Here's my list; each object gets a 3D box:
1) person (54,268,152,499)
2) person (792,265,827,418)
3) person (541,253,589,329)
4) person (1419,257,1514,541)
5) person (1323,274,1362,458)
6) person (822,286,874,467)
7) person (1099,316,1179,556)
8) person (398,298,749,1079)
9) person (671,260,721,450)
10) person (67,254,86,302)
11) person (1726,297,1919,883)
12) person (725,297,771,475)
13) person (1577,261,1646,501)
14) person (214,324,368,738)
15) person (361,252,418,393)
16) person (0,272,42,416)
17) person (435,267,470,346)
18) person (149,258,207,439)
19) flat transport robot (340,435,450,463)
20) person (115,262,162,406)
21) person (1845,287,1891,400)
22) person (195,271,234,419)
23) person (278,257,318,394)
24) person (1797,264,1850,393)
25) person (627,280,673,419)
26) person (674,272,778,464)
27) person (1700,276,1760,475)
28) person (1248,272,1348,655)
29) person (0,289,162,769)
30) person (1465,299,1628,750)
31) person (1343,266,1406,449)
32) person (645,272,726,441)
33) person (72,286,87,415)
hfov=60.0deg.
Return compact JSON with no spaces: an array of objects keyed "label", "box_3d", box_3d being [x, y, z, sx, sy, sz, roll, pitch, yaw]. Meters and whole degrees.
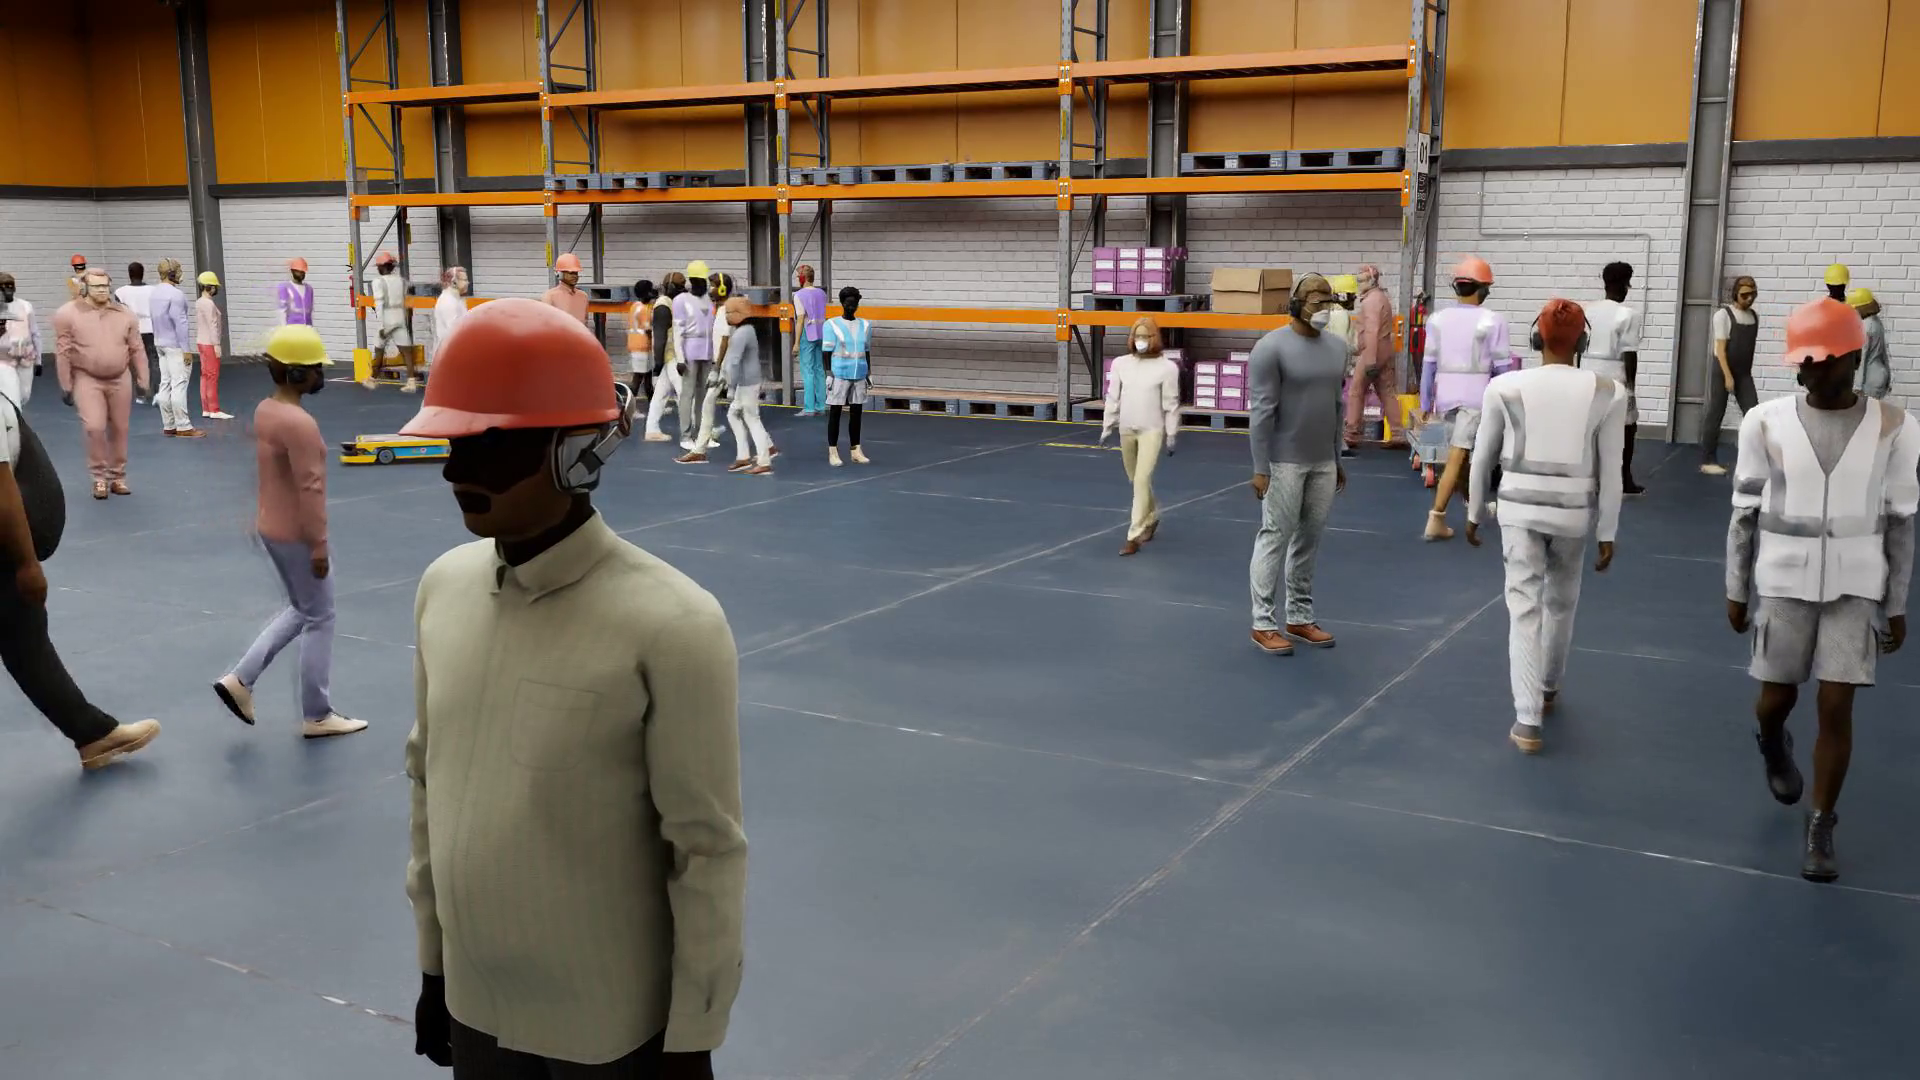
[{"label":"person","box_3d":[-7.009,-1.282,13.676,0.667,1.885,0.651,-9,13,-41]},{"label":"person","box_3d":[-1.806,-2.400,20.144,0.374,1.840,0.571,6,12,31]},{"label":"person","box_3d":[-3.941,-1.886,16.804,0.394,1.994,0.612,6,12,31]},{"label":"person","box_3d":[3.628,-1.003,11.850,1.076,1.984,0.624,-9,13,-41]},{"label":"person","box_3d":[3.550,-1.665,16.115,0.703,1.806,0.597,0,10,-2]},{"label":"person","box_3d":[-1.055,-1.542,15.710,0.530,1.693,0.321,-7,12,-34]},{"label":"person","box_3d":[1.258,-0.735,11.389,0.495,1.598,0.825,7,12,33]},{"label":"person","box_3d":[-0.584,0.654,2.423,0.615,1.994,0.381,6,12,31]},{"label":"person","box_3d":[-2.672,-1.884,16.988,0.381,1.924,0.593,7,12,34]},{"label":"person","box_3d":[-14.539,-3.763,27.605,0.376,1.934,0.546,5,11,28]},{"label":"person","box_3d":[2.898,0.136,5.627,0.561,1.914,0.701,5,11,25]},{"label":"person","box_3d":[-1.981,-1.388,15.045,0.572,1.608,0.507,0,10,3]},{"label":"person","box_3d":[5.317,-1.278,13.499,0.797,1.939,0.630,-7,12,-33]},{"label":"person","box_3d":[-2.803,-0.017,6.905,0.483,1.747,0.535,-9,13,-41]},{"label":"person","box_3d":[-8.114,-3.086,23.627,1.057,1.984,0.638,6,12,32]},{"label":"person","box_3d":[-9.801,-1.850,17.121,0.837,1.818,0.632,6,12,33]},{"label":"person","box_3d":[-5.255,-1.927,17.449,1.017,1.852,0.642,-1,10,-5]},{"label":"person","box_3d":[-8.466,-2.055,17.922,0.629,1.940,0.372,8,13,38]},{"label":"flat transport robot","box_3d":[-5.248,-0.909,16.148,1.431,0.197,0.652,-4,11,-19]},{"label":"person","box_3d":[-10.623,-2.678,21.664,0.606,1.873,0.985,-7,12,-35]},{"label":"person","box_3d":[8.220,-1.426,15.019,0.562,1.696,0.527,8,13,40]},{"label":"person","box_3d":[-8.991,-2.333,19.985,0.314,1.768,0.522,-8,13,-40]},{"label":"person","box_3d":[-9.308,-3.000,23.323,0.572,1.920,0.561,7,12,35]},{"label":"person","box_3d":[8.315,-1.677,15.903,0.593,1.899,0.502,1,10,8]},{"label":"person","box_3d":[-3.782,-2.291,20.025,0.536,1.684,0.565,-4,11,-20]},{"label":"person","box_3d":[-2.215,-1.628,15.838,0.967,1.832,0.514,-4,11,-19]},{"label":"person","box_3d":[6.970,-1.433,14.804,0.496,1.800,0.868,-3,10,-14]},{"label":"person","box_3d":[1.730,-0.390,8.495,0.635,1.936,0.355,-7,12,-33]},{"label":"person","box_3d":[-3.605,-0.036,6.199,1.039,2.000,0.693,-8,13,-39]},{"label":"person","box_3d":[2.472,-0.095,7.083,0.601,1.835,0.960,3,10,14]},{"label":"person","box_3d":[4.187,-1.827,16.839,0.795,1.866,0.724,6,12,30]},{"label":"person","box_3d":[-2.943,-1.922,17.579,0.932,1.791,0.623,0,10,1]},{"label":"person","box_3d":[-10.605,-2.281,20.190,0.516,1.590,0.869,-8,13,-39]}]
